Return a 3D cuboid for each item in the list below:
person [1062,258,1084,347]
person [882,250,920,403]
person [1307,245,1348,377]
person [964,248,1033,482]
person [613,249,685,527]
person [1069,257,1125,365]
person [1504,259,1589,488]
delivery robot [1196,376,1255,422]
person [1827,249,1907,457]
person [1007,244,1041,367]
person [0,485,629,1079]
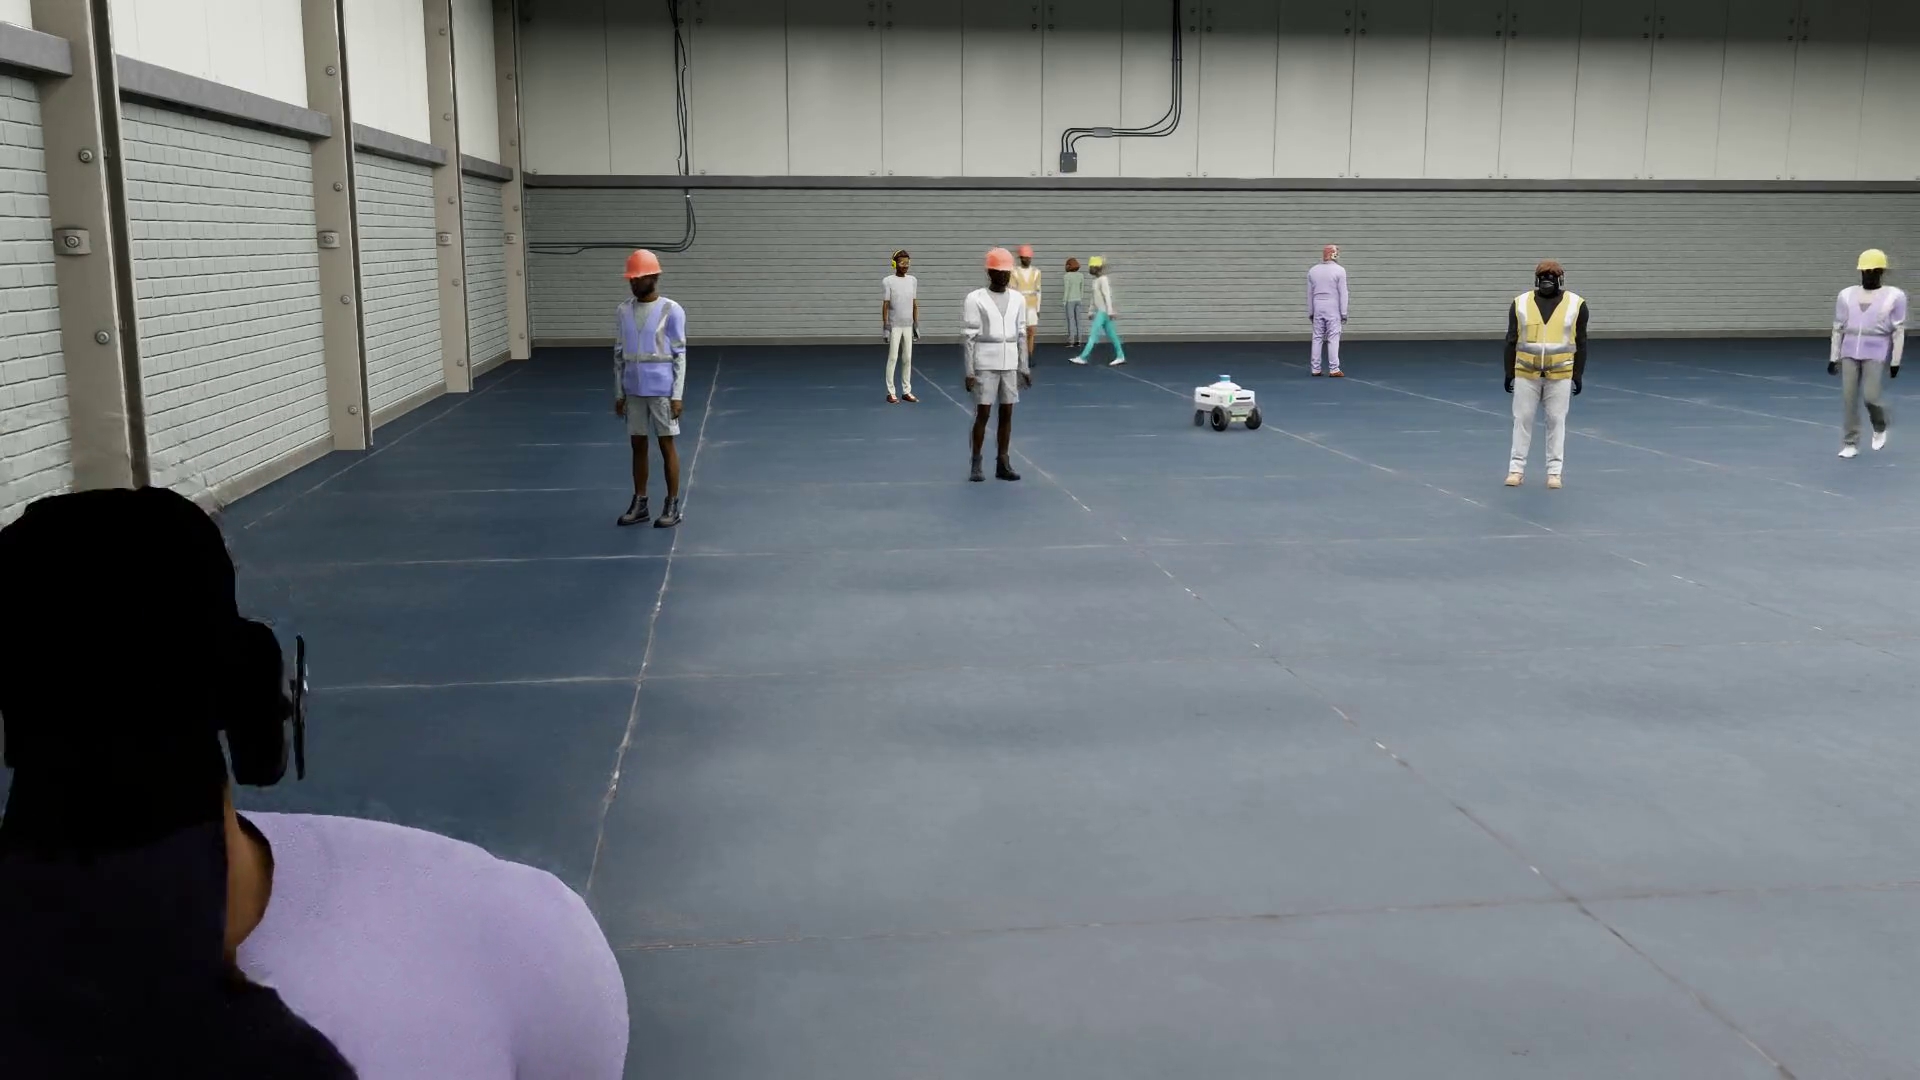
[{"bbox_3d":[2.086,-4.393,30.774,0.497,1.633,0.287,-9,14,-41],"label":"person"},{"bbox_3d":[-0.720,-2.600,20.327,0.516,1.865,0.312,-8,13,-36],"label":"person"},{"bbox_3d":[5.336,-3.301,24.059,0.636,1.902,0.406,10,14,43],"label":"person"},{"bbox_3d":[0.306,-1.439,13.805,0.589,1.928,0.386,-5,11,-26],"label":"person"},{"bbox_3d":[-2.184,-1.050,11.613,0.560,1.934,0.375,4,11,19],"label":"person"},{"bbox_3d":[2.200,-3.597,26.197,0.946,1.710,0.533,-2,10,-9],"label":"person"},{"bbox_3d":[4.716,-1.336,13.441,0.630,1.842,0.429,4,11,23],"label":"person"},{"bbox_3d":[2.801,-1.497,17.598,0.477,0.478,0.707,-5,11,-24],"label":"delivery robot"},{"bbox_3d":[8.350,-1.712,15.315,0.505,1.911,0.594,-9,13,-39],"label":"person"},{"bbox_3d":[1.000,-3.683,26.125,0.553,1.910,0.828,-2,10,-10],"label":"person"},{"bbox_3d":[-0.475,0.896,1.033,0.654,1.901,0.896,-4,11,-23],"label":"person"}]
